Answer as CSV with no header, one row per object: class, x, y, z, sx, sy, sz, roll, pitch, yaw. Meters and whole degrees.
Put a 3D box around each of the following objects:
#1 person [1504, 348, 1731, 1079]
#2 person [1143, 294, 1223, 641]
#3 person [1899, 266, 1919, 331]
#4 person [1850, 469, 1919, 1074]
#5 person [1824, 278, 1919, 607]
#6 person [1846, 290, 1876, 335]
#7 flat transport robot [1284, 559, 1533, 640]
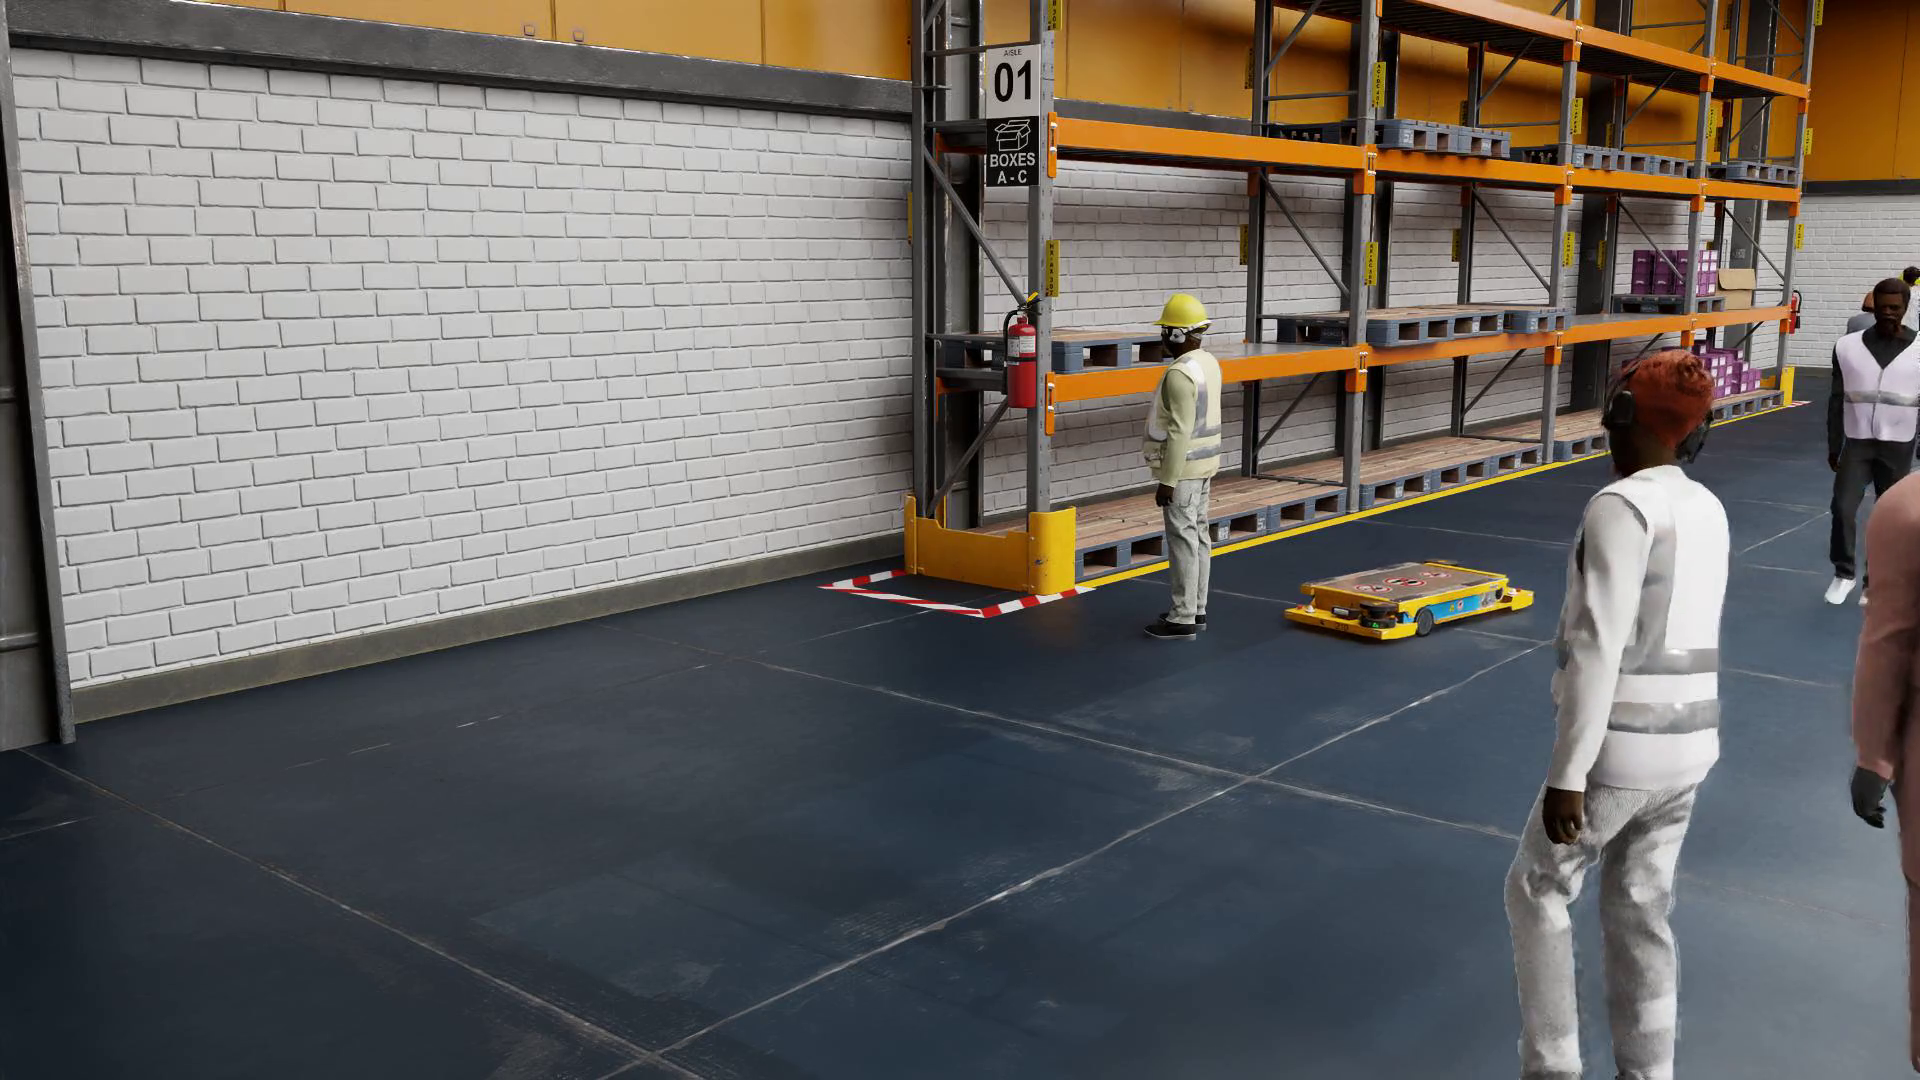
person,1.503,0.501,3.792,0.677,1.850,0.469,-7,12,-37
person,1.174,-0.383,8.849,0.403,1.835,0.588,4,11,24
person,12.160,-2.604,21.470,0.513,1.847,0.406,3,10,16
person,2.409,0.473,3.880,0.650,1.875,0.656,2,10,13
person,5.281,-0.541,9.555,0.590,1.901,0.513,7,12,35
person,10.003,-1.929,18.281,0.509,1.621,0.389,7,12,34
flat transport robot,2.530,0.316,9.319,1.431,0.197,0.652,-8,13,-39
